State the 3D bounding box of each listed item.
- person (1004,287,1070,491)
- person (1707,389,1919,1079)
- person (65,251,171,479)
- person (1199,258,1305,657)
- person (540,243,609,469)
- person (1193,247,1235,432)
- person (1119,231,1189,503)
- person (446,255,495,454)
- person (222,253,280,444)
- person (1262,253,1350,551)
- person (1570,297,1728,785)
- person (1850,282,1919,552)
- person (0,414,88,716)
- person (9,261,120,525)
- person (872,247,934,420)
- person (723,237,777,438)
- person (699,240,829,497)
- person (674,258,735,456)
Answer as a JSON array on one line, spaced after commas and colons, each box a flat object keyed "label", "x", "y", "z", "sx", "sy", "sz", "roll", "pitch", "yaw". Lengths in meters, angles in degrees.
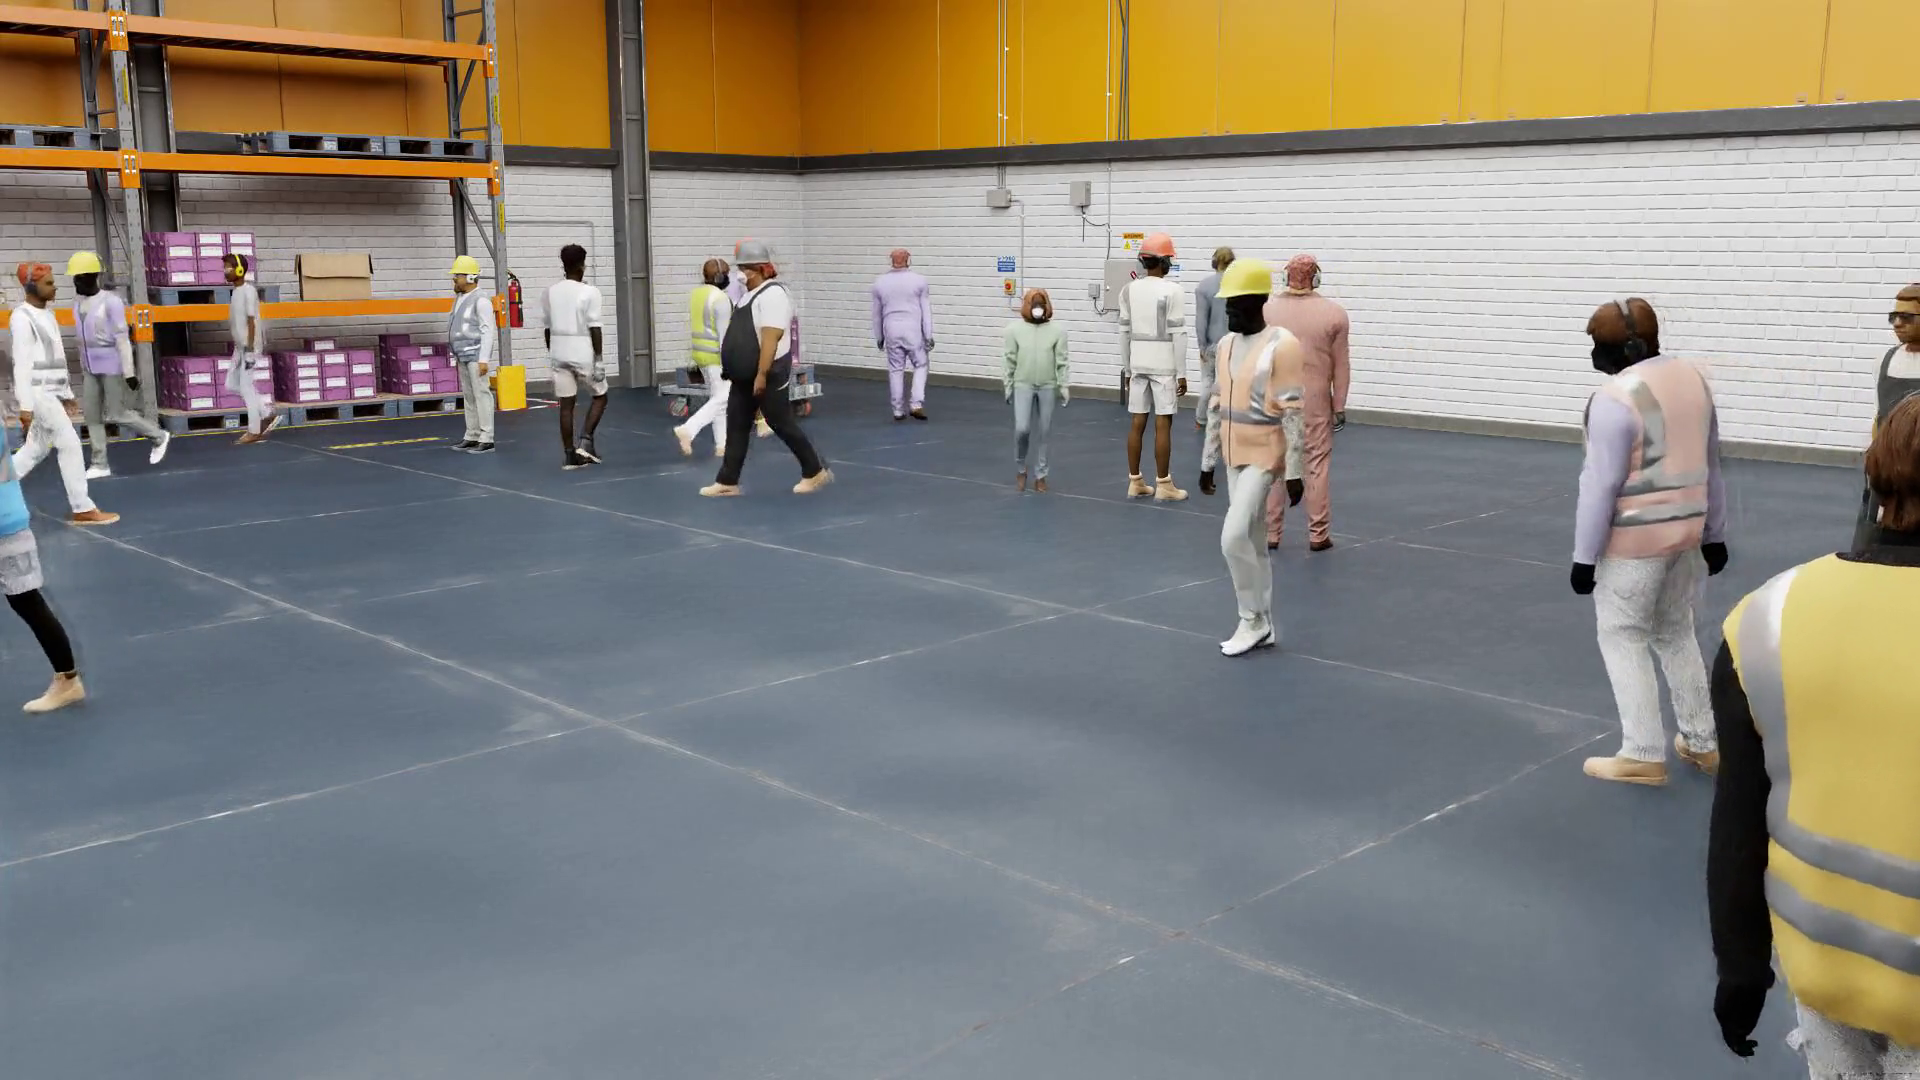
[{"label": "person", "x": 0.604, "y": -1.177, "z": 13.114, "sx": 0.513, "sy": 1.616, "sz": 0.400, "roll": 0, "pitch": 10, "yaw": -2}, {"label": "person", "x": 1.431, "y": 0.671, "z": 2.505, "sx": 0.845, "sy": 1.816, "sz": 0.632, "roll": -6, "pitch": 12, "yaw": -29}, {"label": "person", "x": -7.100, "y": -1.471, "z": 13.984, "sx": 0.587, "sy": 1.902, "sz": 0.734, "roll": 5, "pitch": 12, "yaw": 27}, {"label": "person", "x": 1.348, "y": -0.384, "z": 7.980, "sx": 0.539, "sy": 1.908, "sz": 0.624, "roll": -5, "pitch": 11, "yaw": -23}, {"label": "person", "x": -3.329, "y": -1.576, "z": 14.410, "sx": 0.616, "sy": 1.948, "sz": 0.430, "roll": 4, "pitch": 11, "yaw": 18}, {"label": "person", "x": 2.626, "y": -1.982, "z": 16.727, "sx": 0.645, "sy": 1.899, "sz": 0.959, "roll": -1, "pitch": 10, "yaw": -3}, {"label": "person", "x": 1.488, "y": -1.309, "z": 12.668, "sx": 0.605, "sy": 2.048, "sz": 0.365, "roll": 10, "pitch": 14, "yaw": 43}, {"label": "person", "x": -4.560, "y": -1.722, "z": 15.498, "sx": 0.404, "sy": 1.835, "sz": 0.586, "roll": -9, "pitch": 14, "yaw": -40}, {"label": "person", "x": -6.947, "y": -1.857, "z": 16.191, "sx": 0.436, "sy": 1.858, "sz": 0.514, "roll": -9, "pitch": 14, "yaw": -41}, {"label": "person", "x": 2.175, "y": -0.880, "z": 10.709, "sx": 0.644, "sy": 1.907, "sz": 0.399, "roll": 3, "pitch": 11, "yaw": 16}, {"label": "person", "x": 2.531, "y": 0.012, "z": 6.140, "sx": 0.703, "sy": 1.803, "sz": 0.470, "roll": -7, "pitch": 13, "yaw": -34}, {"label": "person", "x": 4.367, "y": -0.281, "z": 7.727, "sx": 0.946, "sy": 1.795, "sz": 0.539, "roll": -5, "pitch": 11, "yaw": -24}, {"label": "person", "x": -4.112, "y": -0.042, "z": 6.827, "sx": 0.553, "sy": 1.646, "sz": 0.884, "roll": 10, "pitch": 14, "yaw": 43}, {"label": "person", "x": -6.451, "y": -1.006, "z": 11.557, "sx": 0.907, "sy": 1.853, "sz": 0.575, "roll": -3, "pitch": 11, "yaw": -16}, {"label": "person", "x": -0.605, "y": -2.234, "z": 18.114, "sx": 0.699, "sy": 1.897, "sz": 0.450, "roll": 3, "pitch": 11, "yaw": 17}, {"label": "person", "x": -2.023, "y": -1.960, "z": 16.370, "sx": 0.398, "sy": 2.005, "sz": 0.856, "roll": 5, "pitch": 11, "yaw": 23}, {"label": "person", "x": -1.505, "y": -1.350, "z": 12.907, "sx": 0.985, "sy": 2.000, "sz": 0.682, "roll": -6, "pitch": 12, "yaw": -29}, {"label": "person", "x": -2.278, "y": -1.626, "z": 15.032, "sx": 0.694, "sy": 1.825, "sz": 0.634, "roll": -7, "pitch": 12, "yaw": -33}]
